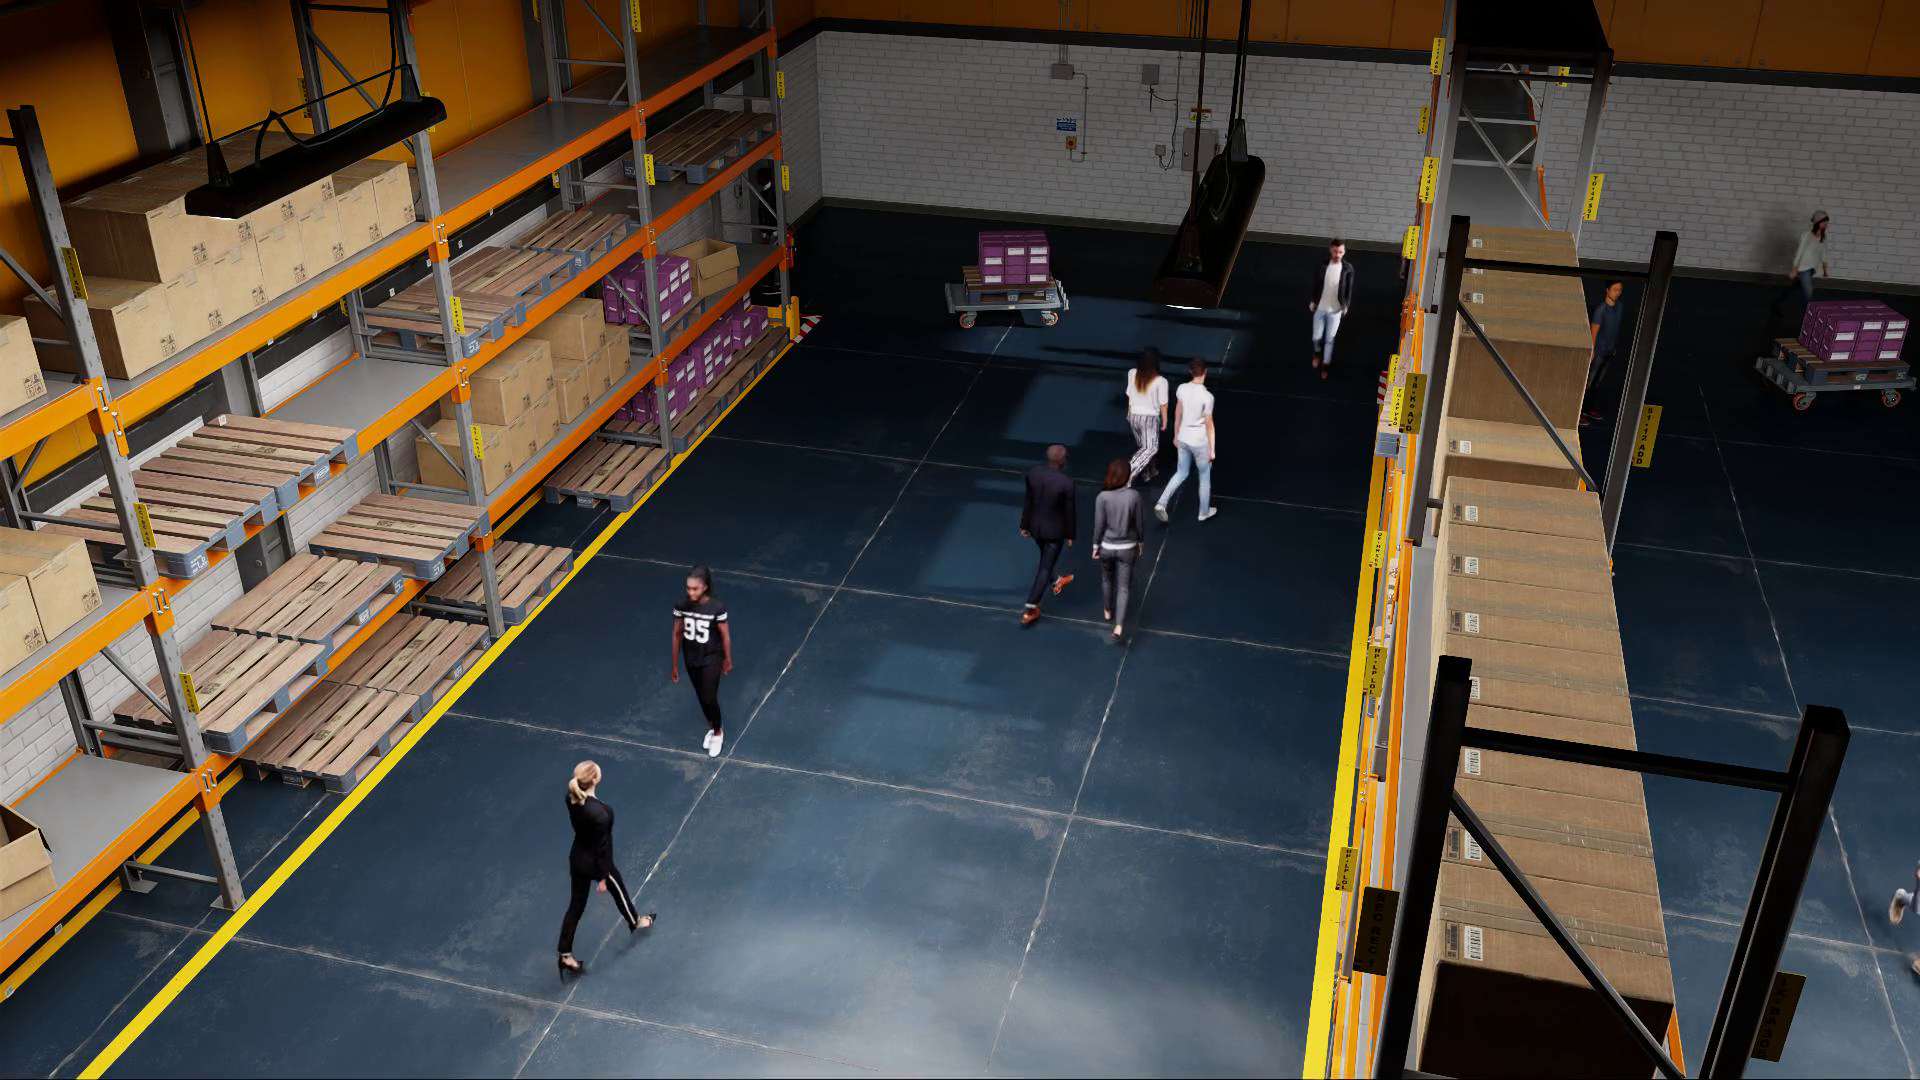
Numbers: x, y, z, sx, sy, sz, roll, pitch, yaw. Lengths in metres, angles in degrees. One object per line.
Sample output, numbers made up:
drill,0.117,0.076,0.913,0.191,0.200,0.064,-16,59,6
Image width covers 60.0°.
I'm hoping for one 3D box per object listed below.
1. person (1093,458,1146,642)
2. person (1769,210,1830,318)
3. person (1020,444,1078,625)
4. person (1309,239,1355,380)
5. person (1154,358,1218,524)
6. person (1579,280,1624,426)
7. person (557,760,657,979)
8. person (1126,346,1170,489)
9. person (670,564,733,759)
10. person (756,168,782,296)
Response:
person,1.483,0.115,15.540,0.758,1.741,1.090,2,29,3
person,11.493,-3.708,22.706,1.063,1.591,1.198,-12,31,-21
person,0.796,-0.030,15.782,1.010,1.764,1.295,19,34,31
person,4.685,-2.969,21.111,0.660,1.821,0.696,7,29,12
person,2.393,-0.990,17.484,1.197,1.820,1.069,-21,35,-33
person,7.633,-2.283,19.866,0.700,1.808,0.782,-19,34,-30
person,-2.632,2.320,11.586,0.901,1.657,1.166,20,34,32
person,2.000,-1.308,18.239,0.969,1.655,1.141,24,37,36
person,-2.130,0.971,13.999,0.609,1.715,0.637,8,30,15
person,-2.709,-4.441,23.809,0.797,1.821,0.633,-3,29,-5
